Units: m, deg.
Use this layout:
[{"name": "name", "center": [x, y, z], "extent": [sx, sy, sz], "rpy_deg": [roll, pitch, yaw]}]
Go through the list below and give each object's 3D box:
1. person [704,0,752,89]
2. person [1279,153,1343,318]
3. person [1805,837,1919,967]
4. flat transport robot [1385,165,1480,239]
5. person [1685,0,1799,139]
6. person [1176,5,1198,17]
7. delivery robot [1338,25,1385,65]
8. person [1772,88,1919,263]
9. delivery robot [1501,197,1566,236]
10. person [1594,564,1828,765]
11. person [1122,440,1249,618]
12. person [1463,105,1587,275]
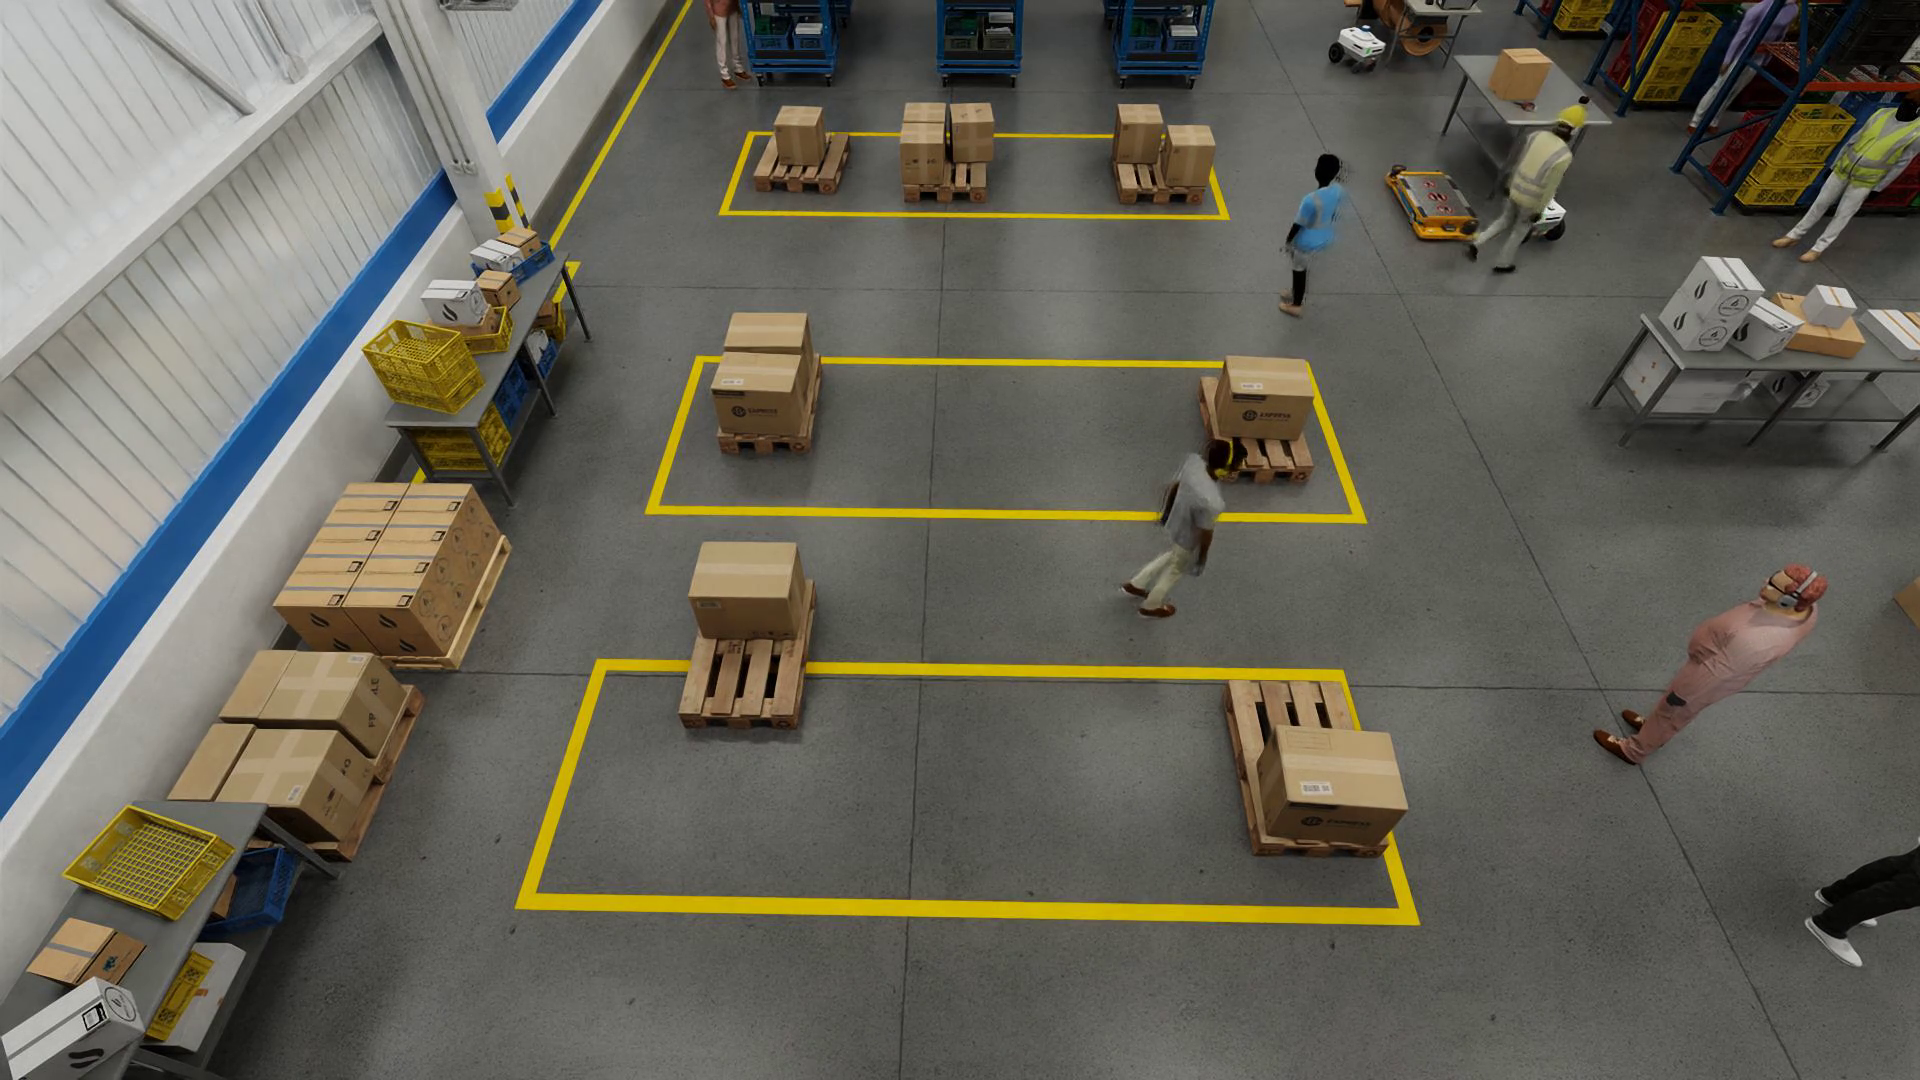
[{"name": "person", "center": [-3.277, -7.409, 12.797], "extent": [0.396, 1.993, 0.618], "rpy_deg": [29, 55, 23]}, {"name": "person", "center": [3.471, -3.048, 9.221], "extent": [0.546, 1.677, 0.503], "rpy_deg": [-35, 57, -26]}, {"name": "person", "center": [5.392, 1.719, 4.945], "extent": [0.587, 1.920, 0.395], "rpy_deg": [-32, 56, -25]}, {"name": "flat transport robot", "center": [5.692, -4.094, 11.059], "extent": [0.652, 0.197, 1.431], "rpy_deg": [1, 49, 1]}, {"name": "person", "center": [10.095, -6.152, 11.755], "extent": [0.626, 1.930, 0.400], "rpy_deg": [-2, 49, -2]}, {"name": "person", "center": [3.782, -9.292, 14.659], "extent": [0.315, 1.637, 0.514], "rpy_deg": [-27, 54, -22]}, {"name": "delivery robot", "center": [5.987, -7.402, 13.676], "extent": [0.477, 0.478, 0.707], "rpy_deg": [-18, 51, -15]}, {"name": "person", "center": [9.662, -3.913, 9.871], "extent": [0.429, 1.844, 0.627], "rpy_deg": [-17, 51, -14]}, {"name": "delivery robot", "center": [6.652, -3.883, 10.629], "extent": [0.477, 0.478, 0.707], "rpy_deg": [-8, 50, -7]}, {"name": "person", "center": [4.700, 0.808, 5.750], "extent": [0.646, 1.901, 0.400], "rpy_deg": [-26, 54, -21]}, {"name": "person", "center": [1.581, -0.037, 6.516], "extent": [0.511, 1.835, 0.556], "rpy_deg": [-7, 49, -6]}, {"name": "person", "center": [5.962, -3.645, 9.662], "extent": [0.580, 1.808, 0.624], "rpy_deg": [-12, 50, -10]}]
